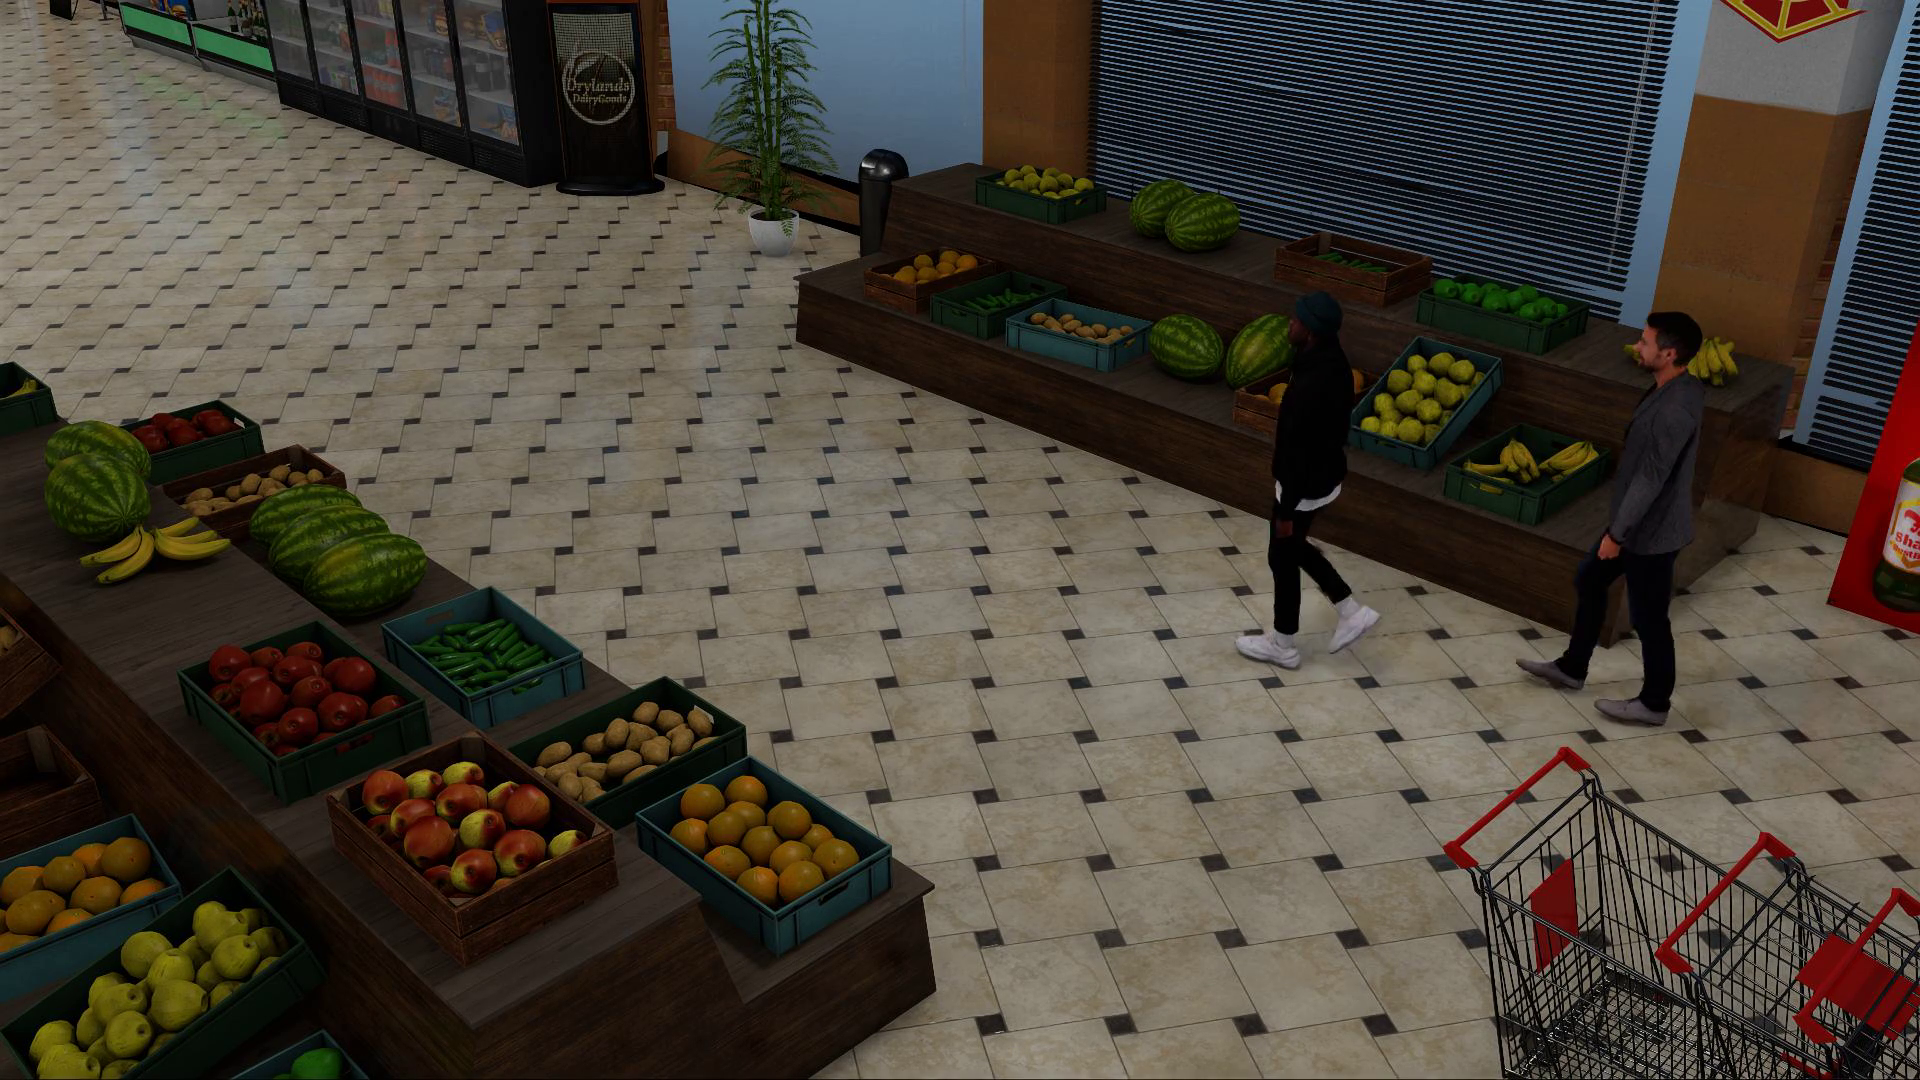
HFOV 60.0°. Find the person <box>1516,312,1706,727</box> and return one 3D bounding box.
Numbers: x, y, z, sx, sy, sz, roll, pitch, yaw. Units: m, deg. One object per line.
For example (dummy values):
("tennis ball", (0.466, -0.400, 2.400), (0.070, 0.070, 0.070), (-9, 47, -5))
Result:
("person", (2.974, -0.040, 6.980), (1.023, 1.846, 0.905), (8, 28, 16))

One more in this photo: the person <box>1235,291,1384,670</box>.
("person", (1.616, -0.220, 7.379), (0.985, 1.807, 0.842), (13, 30, 23))
